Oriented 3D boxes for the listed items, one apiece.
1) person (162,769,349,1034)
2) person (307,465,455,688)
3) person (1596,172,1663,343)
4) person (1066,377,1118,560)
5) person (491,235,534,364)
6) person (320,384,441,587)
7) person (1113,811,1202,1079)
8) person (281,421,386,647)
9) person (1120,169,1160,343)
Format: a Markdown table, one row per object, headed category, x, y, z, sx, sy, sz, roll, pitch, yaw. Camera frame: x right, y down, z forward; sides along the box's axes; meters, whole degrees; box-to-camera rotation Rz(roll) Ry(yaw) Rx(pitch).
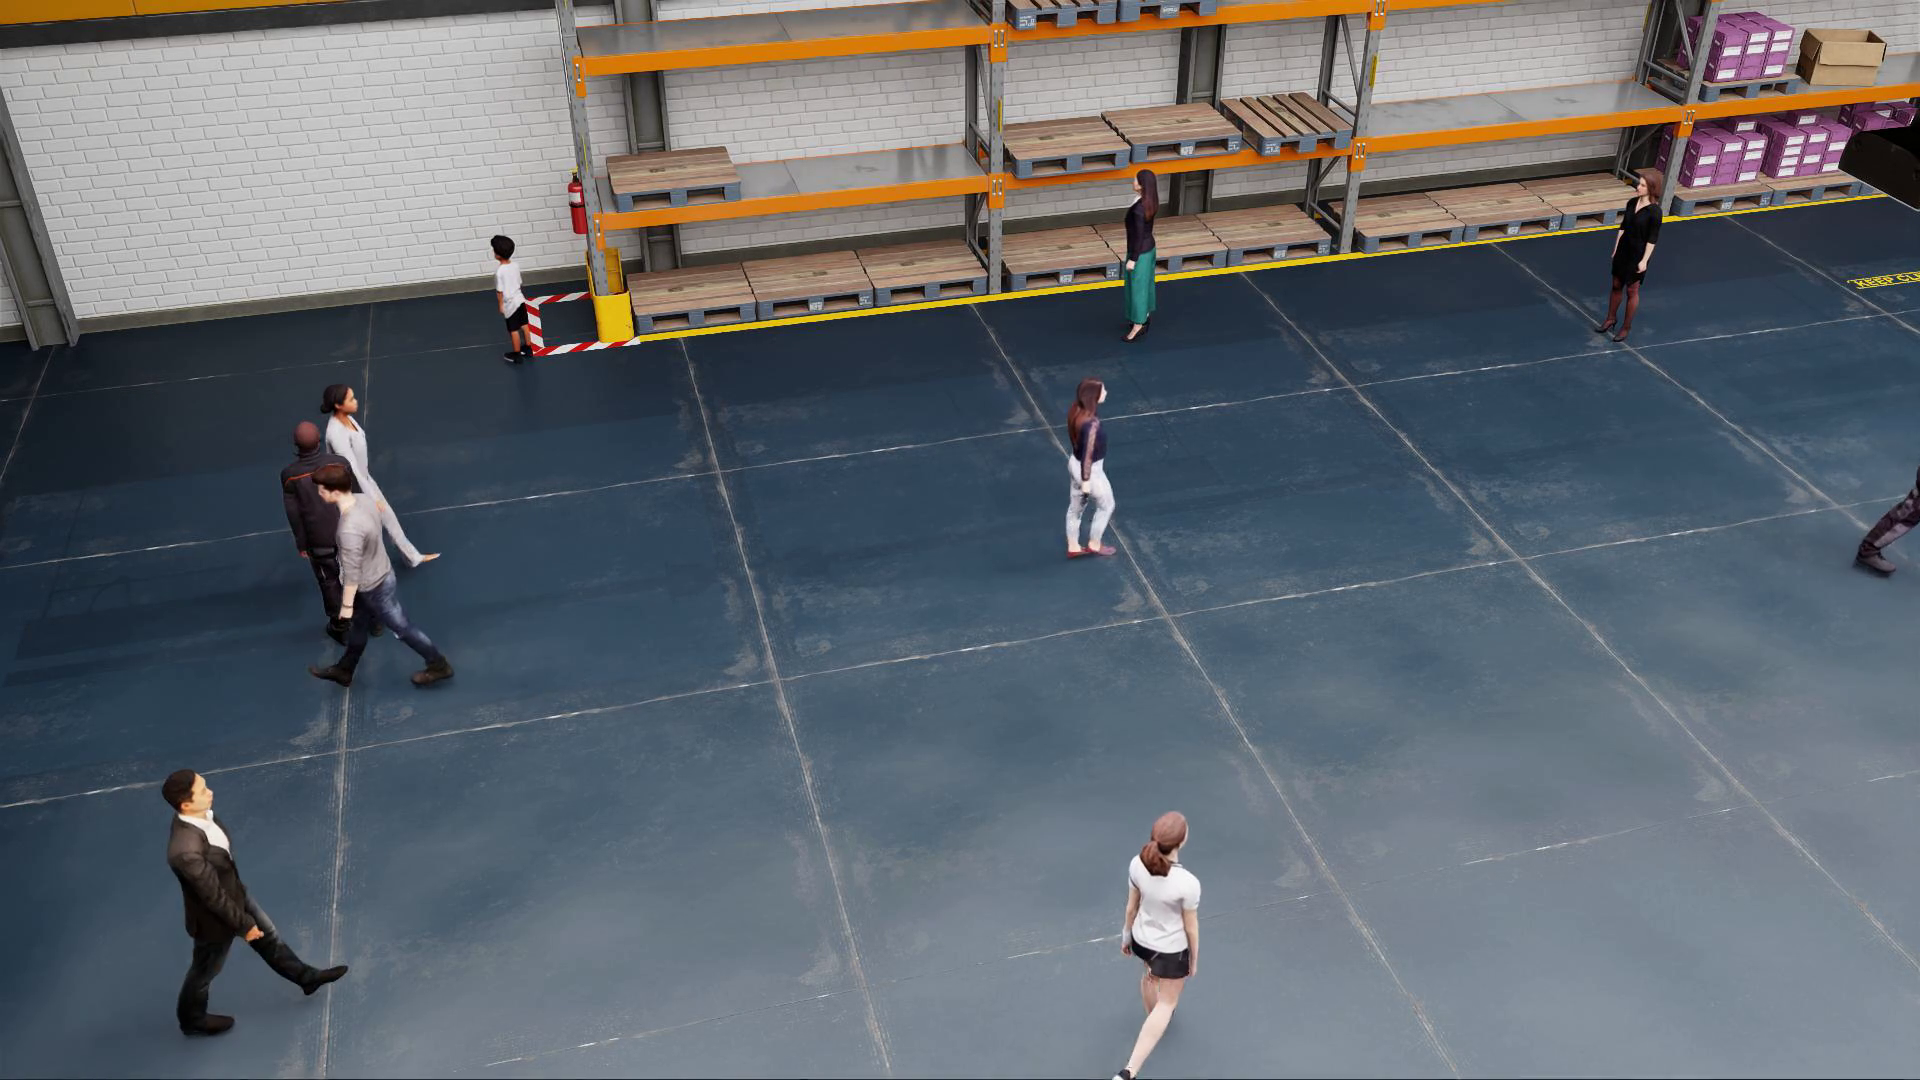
| category | x | y | z | sx | sy | sz | roll | pitch | yaw |
| --- | --- | --- | --- | --- | --- | --- | --- | --- | --- |
| person | -4.085 | 2.000 | 8.928 | 1.133 | 1.758 | 0.717 | -7 | 34 | -10 |
| person | -3.918 | 0.302 | 11.398 | 1.206 | 1.853 | 0.722 | -7 | 34 | -10 |
| person | 6.522 | -2.754 | 16.127 | 0.545 | 1.706 | 0.620 | -14 | 36 | -21 |
| person | 0.925 | -0.526 | 12.874 | 0.612 | 1.596 | 0.607 | -8 | 34 | -11 |
| person | -4.266 | -2.302 | 15.852 | 0.623 | 1.257 | 0.567 | 15 | 37 | 22 |
| person | -4.678 | -0.370 | 12.546 | 1.065 | 1.700 | 0.739 | -3 | 34 | -5 |
| person | 1.007 | 2.172 | 8.696 | 1.007 | 1.729 | 1.093 | 19 | 38 | 26 |
| person | -4.514 | -0.055 | 11.959 | 0.624 | 1.826 | 0.811 | -17 | 37 | -23 |
| person | 1.755 | -2.760 | 16.107 | 0.731 | 1.739 | 0.698 | 14 | 36 | 20 |
